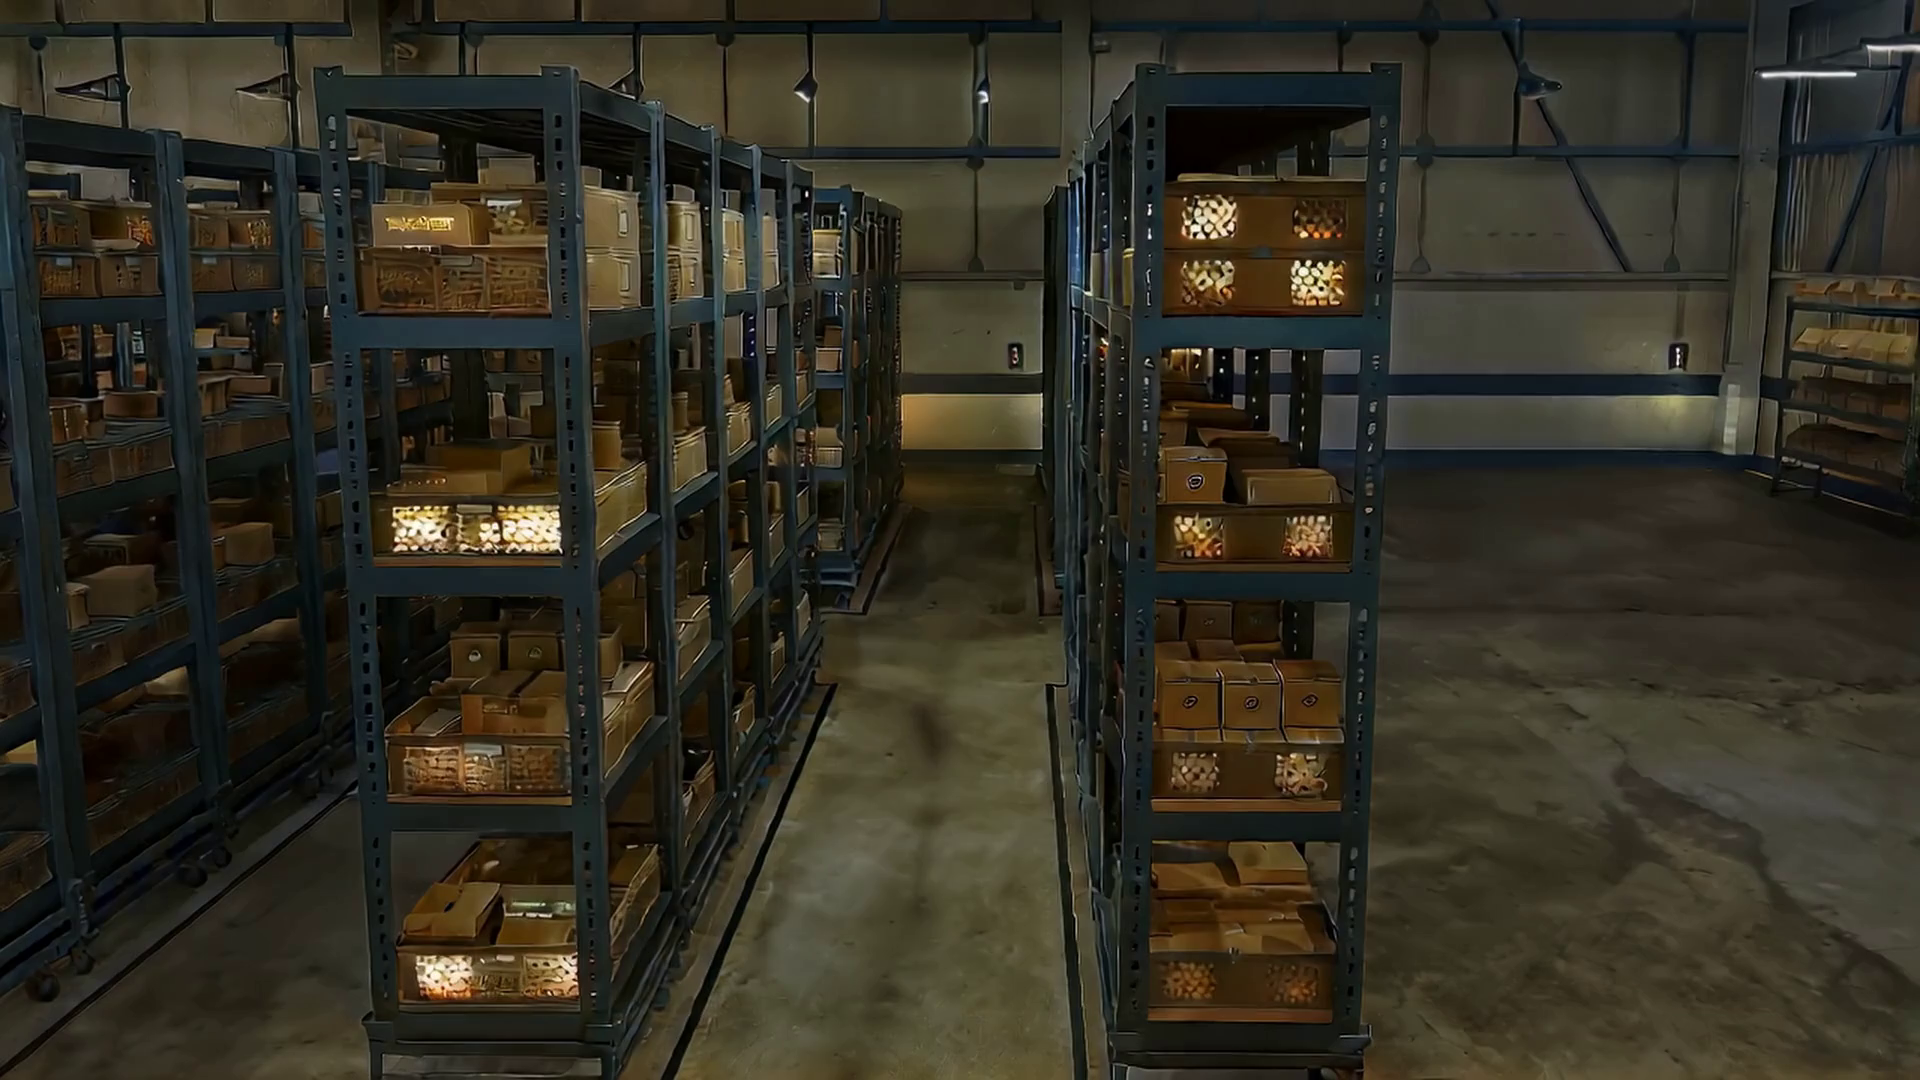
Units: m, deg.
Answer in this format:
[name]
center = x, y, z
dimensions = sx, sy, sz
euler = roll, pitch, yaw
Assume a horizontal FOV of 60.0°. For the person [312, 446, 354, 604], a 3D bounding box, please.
[person]
center = -5.023, -0.202, 13.695
dimensions = 0.790, 1.815, 0.604
euler = 2, 10, 11
